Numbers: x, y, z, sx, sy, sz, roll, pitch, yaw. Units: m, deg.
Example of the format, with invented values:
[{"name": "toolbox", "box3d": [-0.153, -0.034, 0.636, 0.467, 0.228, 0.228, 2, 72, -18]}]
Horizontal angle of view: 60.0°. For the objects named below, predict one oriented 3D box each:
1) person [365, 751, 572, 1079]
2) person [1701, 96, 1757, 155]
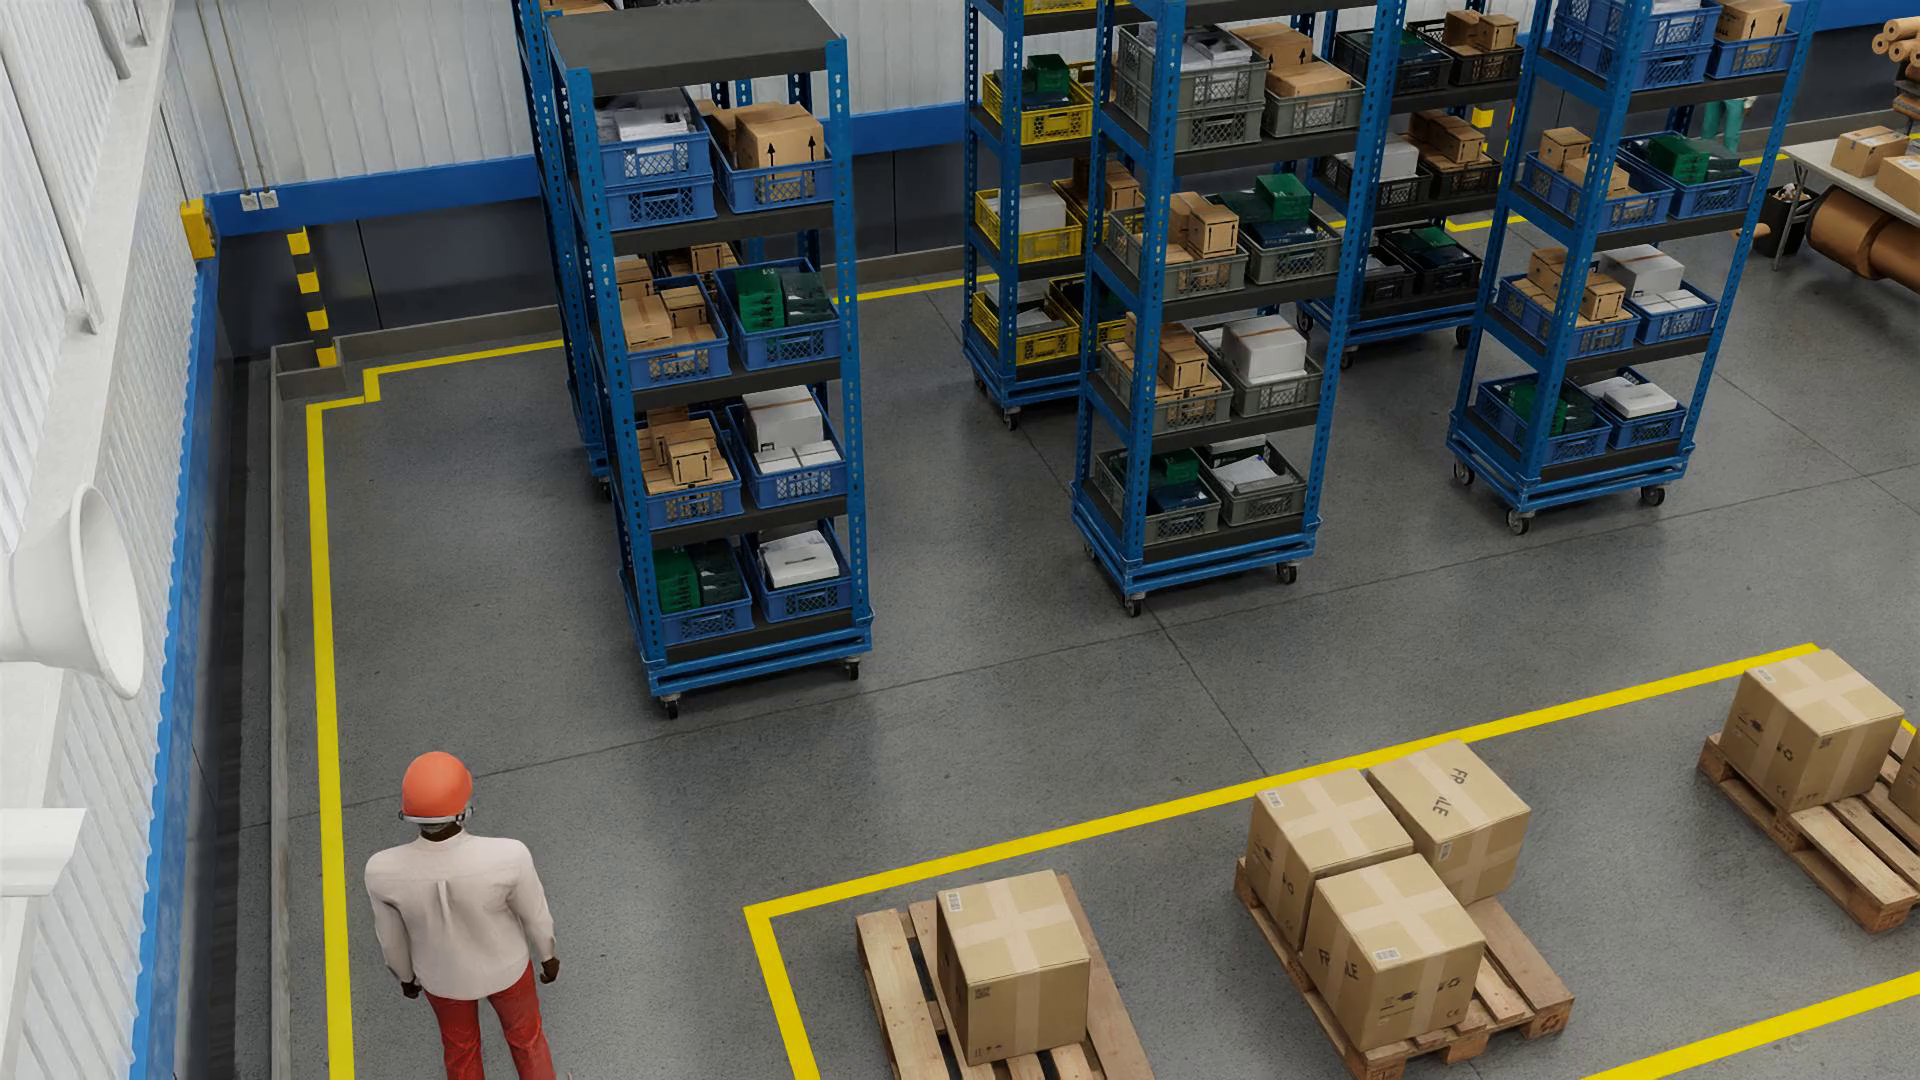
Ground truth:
[{"name": "person", "box3d": [-1.837, 1.587, 6.308, 0.621, 1.993, 0.381, -6, 36, -8]}, {"name": "person", "box3d": [6.521, -3.780, 14.123, 0.326, 1.760, 0.523, -17, 39, -23]}]
